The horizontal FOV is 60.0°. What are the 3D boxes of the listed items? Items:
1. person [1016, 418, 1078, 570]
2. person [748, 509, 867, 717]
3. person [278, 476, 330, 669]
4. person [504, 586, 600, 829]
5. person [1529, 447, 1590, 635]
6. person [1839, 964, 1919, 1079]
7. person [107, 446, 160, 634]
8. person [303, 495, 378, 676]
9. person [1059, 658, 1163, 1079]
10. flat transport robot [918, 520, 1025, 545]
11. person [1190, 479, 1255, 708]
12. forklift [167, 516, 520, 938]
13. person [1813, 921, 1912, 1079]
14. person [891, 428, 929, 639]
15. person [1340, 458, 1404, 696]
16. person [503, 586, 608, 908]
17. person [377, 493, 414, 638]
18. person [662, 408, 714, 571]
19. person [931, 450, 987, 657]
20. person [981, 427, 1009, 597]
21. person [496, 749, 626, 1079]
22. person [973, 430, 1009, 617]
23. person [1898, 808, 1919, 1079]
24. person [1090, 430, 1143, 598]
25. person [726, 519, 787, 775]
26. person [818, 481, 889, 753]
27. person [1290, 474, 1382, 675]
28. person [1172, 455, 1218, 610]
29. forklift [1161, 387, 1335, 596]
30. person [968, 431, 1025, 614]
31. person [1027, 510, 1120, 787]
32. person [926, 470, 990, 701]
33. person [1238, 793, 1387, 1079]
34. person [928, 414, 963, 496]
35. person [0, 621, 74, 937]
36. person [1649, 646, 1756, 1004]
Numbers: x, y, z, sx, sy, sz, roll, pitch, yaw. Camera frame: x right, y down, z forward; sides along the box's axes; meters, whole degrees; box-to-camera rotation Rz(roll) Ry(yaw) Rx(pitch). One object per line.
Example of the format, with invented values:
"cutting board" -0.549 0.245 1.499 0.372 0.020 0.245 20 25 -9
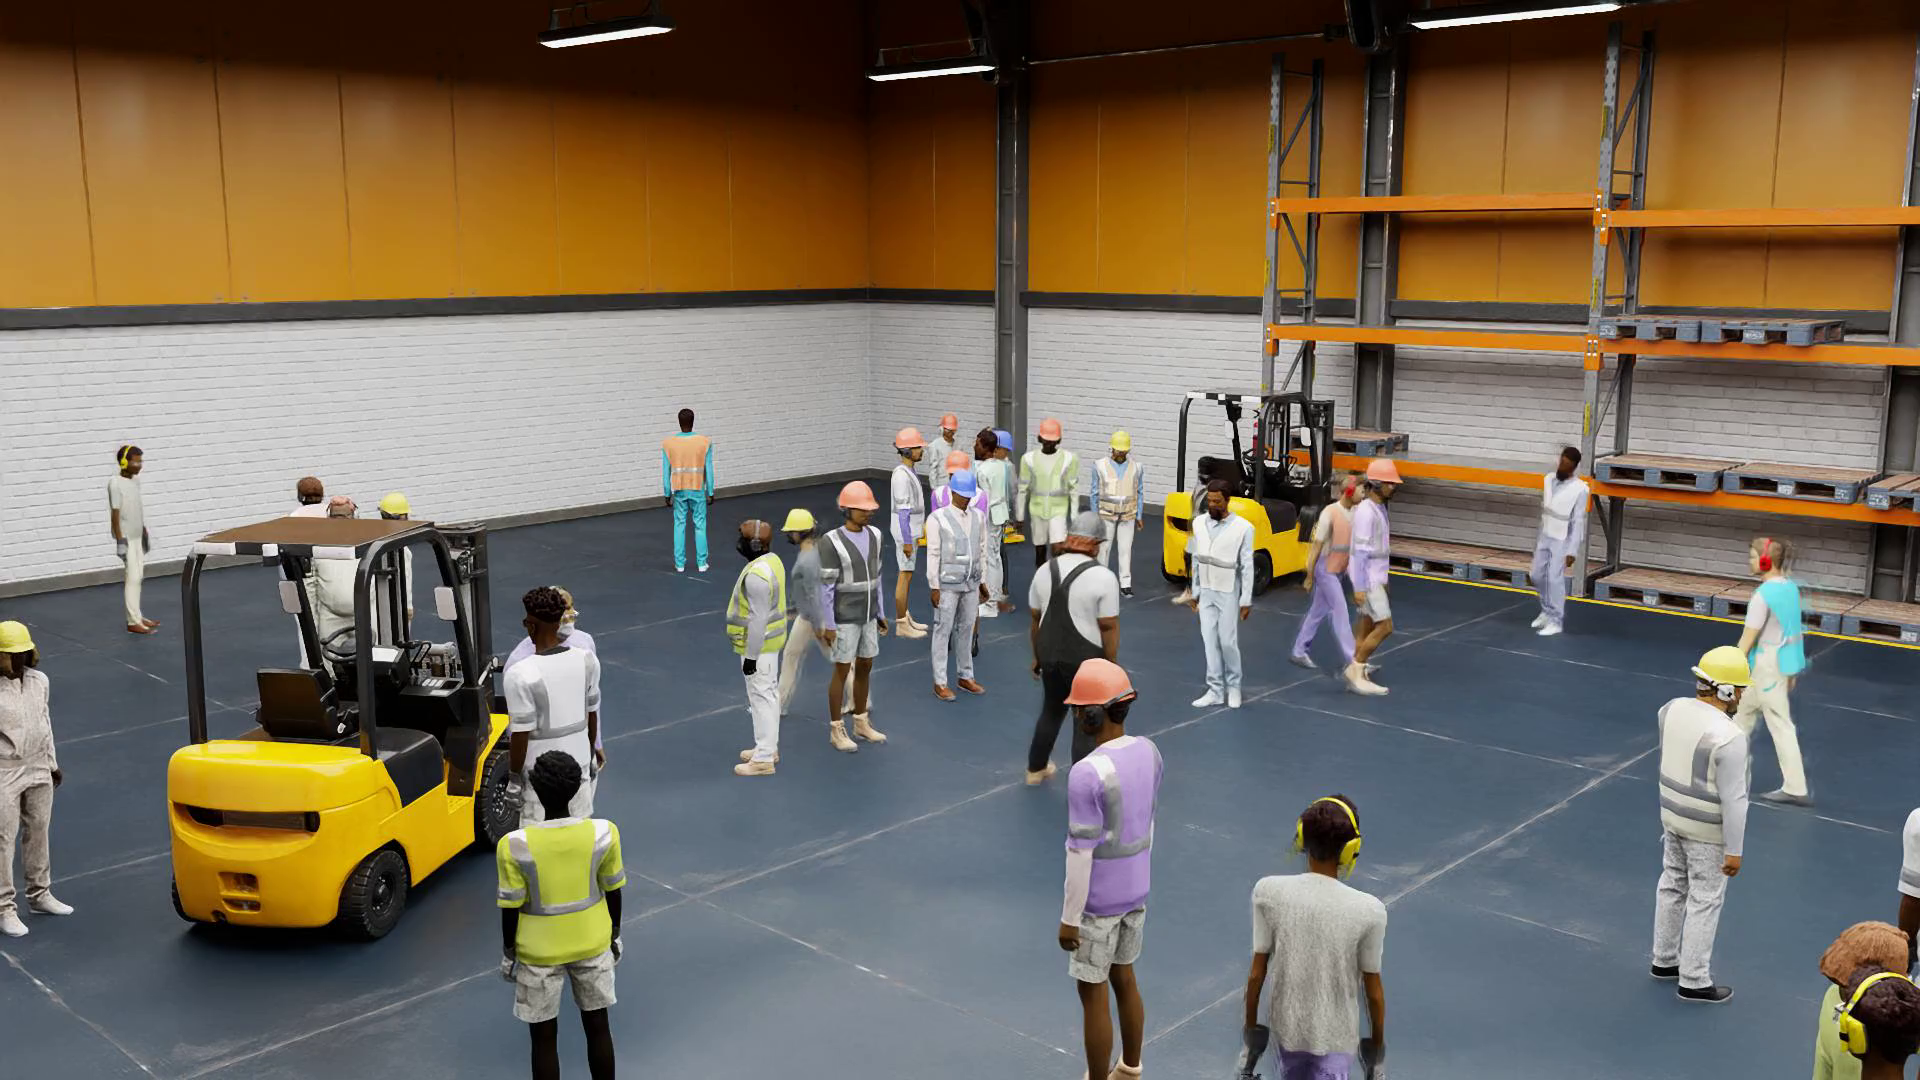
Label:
"person" 0.896 -0.259 17.299 0.651 2.008 0.777 1 10 8
"person" -1.197 0.591 13.316 0.943 1.713 0.527 1 10 3
"person" -5.519 0.366 14.266 0.618 1.835 0.429 -8 13 -39
"person" -2.214 1.217 9.026 0.362 1.965 0.611 7 12 35
"person" 5.838 0.013 16.174 0.391 1.868 0.687 -3 11 -19
"person" 2.443 2.063 4.523 0.512 1.861 0.325 -2 10 -10
"person" -8.095 -0.004 16.322 0.405 1.855 0.537 0 10 0
"person" -4.661 0.603 12.695 0.652 1.906 0.404 -3 10 -16
"person" 0.613 1.510 7.183 0.411 2.033 0.613 7 12 36
"flat transport robot" 0.069 -0.103 21.366 1.431 0.197 0.652 -2 10 -10
"person" 2.148 0.437 13.649 0.470 1.904 0.601 -9 14 -42
"forklift" -3.583 0.976 9.748 1.214 2.155 2.313 2 10 11
"person" 2.891 2.017 5.438 0.276 1.627 0.497 4 11 24
"person" -0.484 -0.068 16.116 0.370 2.048 0.607 0 10 2
"person" 3.477 0.326 13.924 0.424 2.028 0.644 4 11 24
"person" -2.238 1.195 9.278 0.385 1.928 0.636 6 12 31
"person" -4.633 0.492 13.732 0.323 1.765 0.534 -8 13 -38
"person" -3.166 -0.576 19.405 0.588 1.911 0.397 -1 10 -4
"person" -0.017 0.127 15.340 0.544 1.930 0.387 3 10 17
"person" 0.341 -0.280 17.831 0.310 1.869 0.531 6 11 30
"person" -1.667 1.710 6.987 0.542 1.695 0.316 -5 11 -26
"person" 0.297 -0.167 17.052 0.389 1.917 0.592 3 10 16
"person" 4.001 1.655 6.531 0.600 1.967 0.367 5 11 28
"person" 1.693 -0.273 17.910 0.586 1.827 0.403 -1 10 -6
"person" -1.462 0.762 11.972 0.429 1.845 0.627 0 10 2
"person" -0.771 0.568 12.505 0.382 2.040 0.616 9 14 42
"person" 3.361 0.311 14.669 0.973 1.786 0.578 7 12 36
"person" 2.437 -0.070 17.224 0.515 1.655 0.584 0 10 -2
"forklift" 3.298 -0.608 18.767 1.214 2.155 2.313 9 13 42
"person" 0.317 -0.220 17.493 0.607 1.883 0.996 -8 13 -40
"person" 0.813 0.774 11.336 0.742 2.000 0.539 10 14 44
"person" -0.010 0.368 13.941 0.604 1.937 0.402 -8 13 -37
"person" 1.270 1.827 6.020 0.514 1.817 0.984 6 11 30
"person" -0.144 -0.685 20.468 0.339 1.748 0.564 10 14 44
"person" -5.190 1.297 9.204 0.318 1.742 0.492 3 10 18
"person" 3.719 1.416 8.320 0.403 1.820 0.603 -2 10 -12
